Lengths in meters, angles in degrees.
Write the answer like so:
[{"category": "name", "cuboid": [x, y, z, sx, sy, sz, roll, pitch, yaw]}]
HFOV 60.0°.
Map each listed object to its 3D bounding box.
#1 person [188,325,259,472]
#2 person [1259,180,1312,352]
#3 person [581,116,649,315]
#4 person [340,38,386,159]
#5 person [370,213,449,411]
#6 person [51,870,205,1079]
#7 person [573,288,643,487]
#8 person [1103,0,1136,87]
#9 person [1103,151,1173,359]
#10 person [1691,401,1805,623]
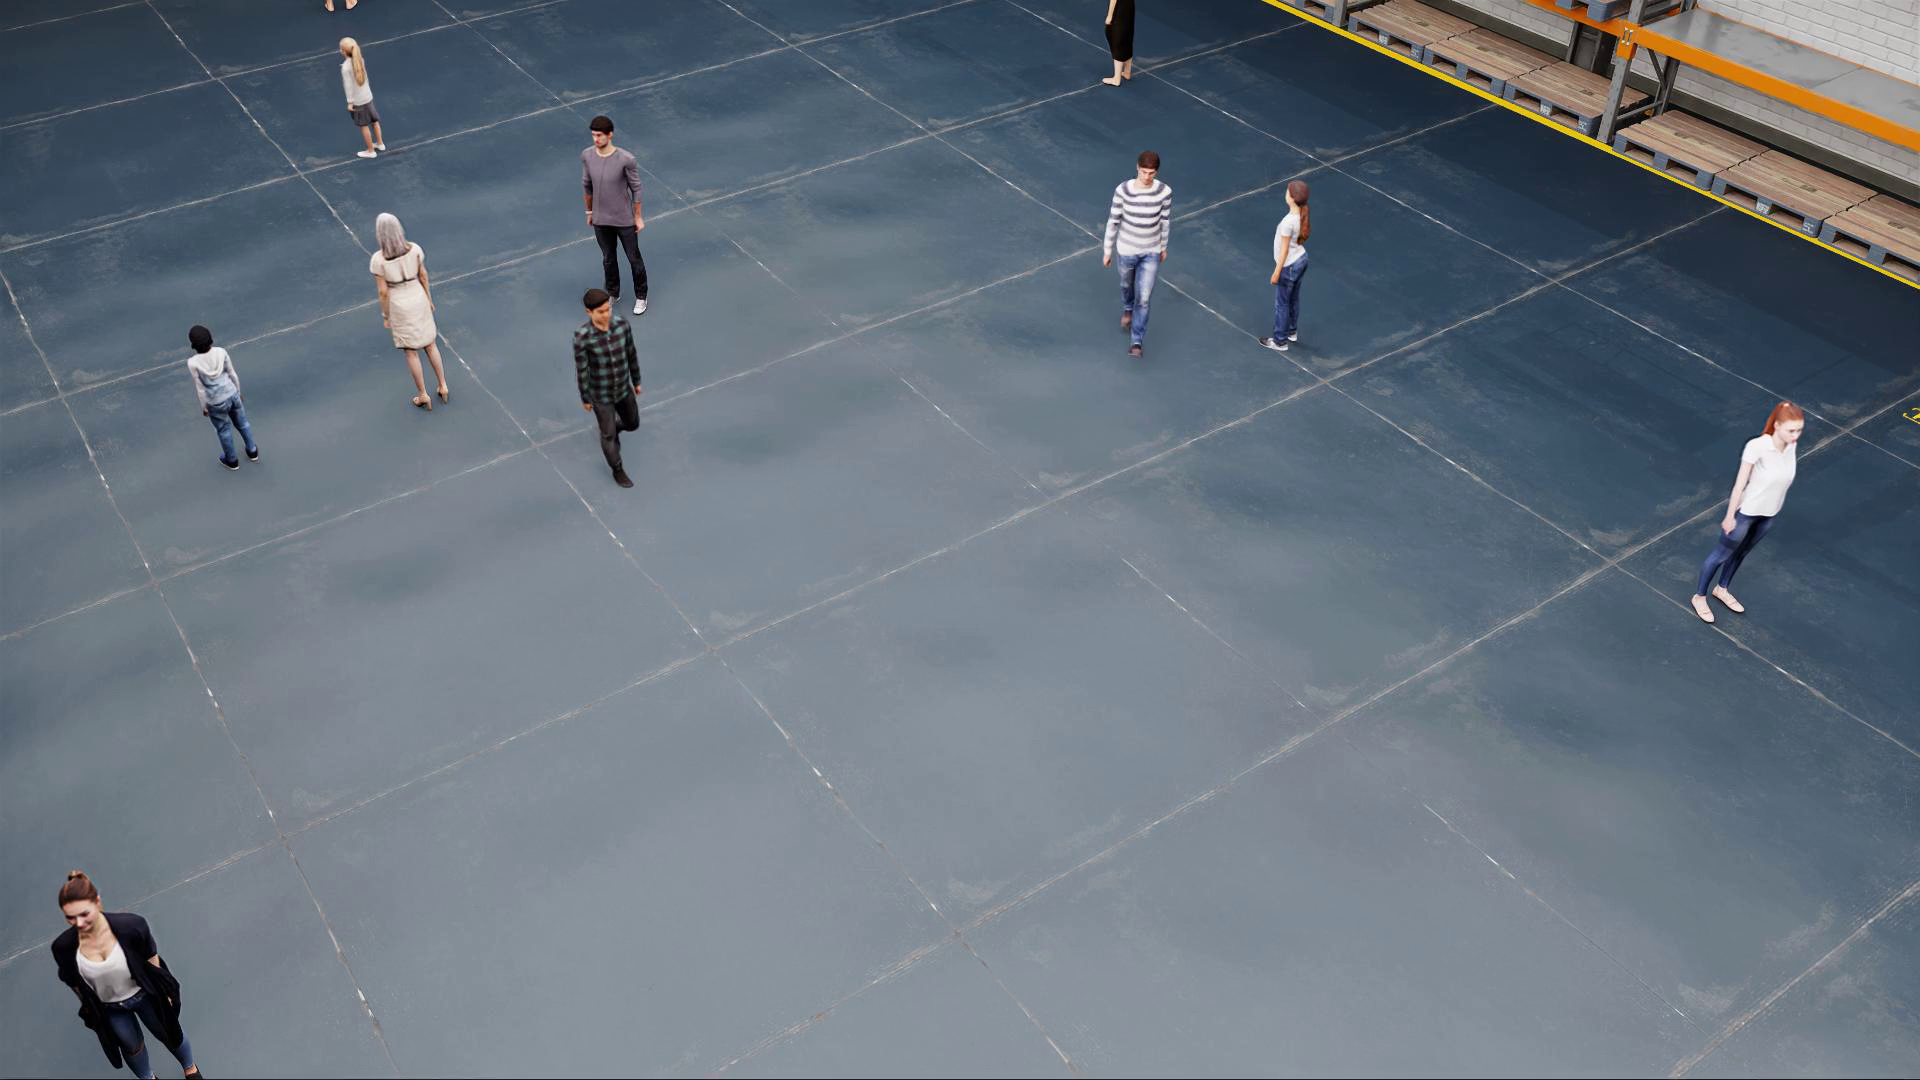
[{"category": "person", "cuboid": [-5.782, -1.124, 12.995, 0.509, 1.260, 0.528, -31, 48, -33]}, {"category": "person", "cuboid": [2.841, -2.378, 14.323, 0.598, 1.562, 0.595, 26, 45, 29]}, {"category": "person", "cuboid": [-3.052, -2.880, 14.720, 0.715, 1.851, 0.791, 8, 39, 10]}, {"category": "person", "cuboid": [-6.267, -4.635, 17.378, 0.651, 1.275, 0.603, 13, 40, 15]}, {"category": "person", "cuboid": [-4.480, -1.854, 13.528, 0.612, 1.735, 0.567, -28, 46, -30]}, {"category": "person", "cuboid": [-4.197, 2.287, 8.383, 0.677, 1.684, 0.633, -14, 41, -17]}, {"category": "person", "cuboid": [-2.747, -1.217, 12.854, 0.690, 1.700, 0.842, -25, 45, -28]}, {"category": "person", "cuboid": [1.831, -5.938, 18.731, 0.632, 1.625, 0.622, 29, 47, 31]}, {"category": "person", "cuboid": [1.542, -2.537, 14.344, 1.199, 1.785, 1.256, 7, 39, 9]}, {"category": "person", "cuboid": [5.452, -0.207, 11.464, 0.621, 1.737, 0.599, -13, 40, -16]}]
